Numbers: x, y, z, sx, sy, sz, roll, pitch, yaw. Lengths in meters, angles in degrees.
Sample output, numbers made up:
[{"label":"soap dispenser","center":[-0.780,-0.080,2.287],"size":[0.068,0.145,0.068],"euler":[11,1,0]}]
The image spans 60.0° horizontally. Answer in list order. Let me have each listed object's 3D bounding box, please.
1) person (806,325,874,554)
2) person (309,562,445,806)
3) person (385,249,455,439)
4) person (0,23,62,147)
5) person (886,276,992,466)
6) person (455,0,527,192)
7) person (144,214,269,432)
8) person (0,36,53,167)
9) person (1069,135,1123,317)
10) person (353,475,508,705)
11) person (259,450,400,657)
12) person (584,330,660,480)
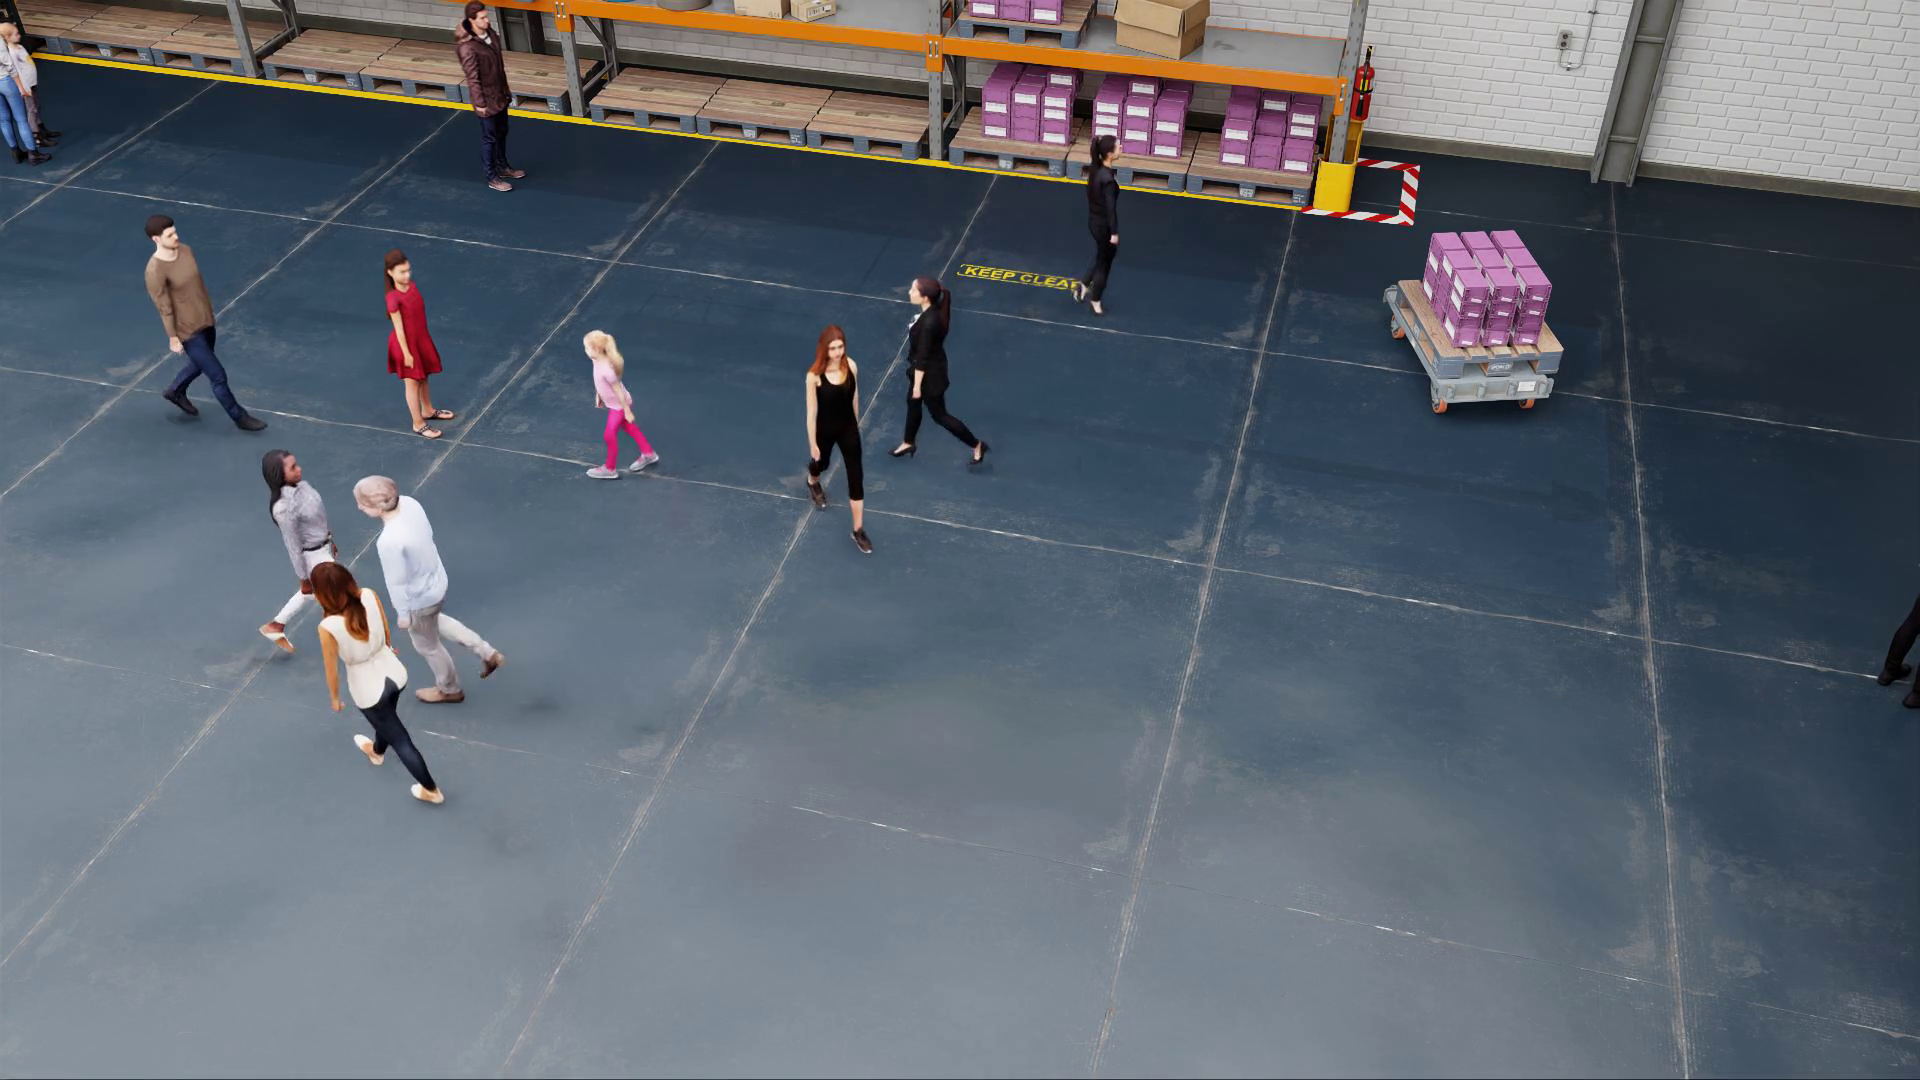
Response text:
[{"label":"person","center":[-0.936,-0.803,11.854],"size":[1.121,1.685,1.108],"euler":[-16,41,-19]},{"label":"person","center":[-3.321,0.901,9.710],"size":[1.083,1.700,0.778],"euler":[22,44,25]},{"label":"person","center":[-4.254,-1.540,12.885],"size":[0.616,1.551,0.557],"euler":[6,39,8]},{"label":"person","center":[-9.568,-4.678,17.034],"size":[0.603,1.277,0.569],"euler":[-9,39,-11]},{"label":"person","center":[-0.142,-1.208,12.407],"size":[1.074,1.629,0.667],"euler":[6,39,7]},{"label":"person","center":[-4.570,-4.330,16.143],"size":[0.632,1.845,0.739],"euler":[9,40,11]},{"label":"person","center":[-5.972,-1.651,12.776],"size":[1.137,1.859,0.700],"euler":[5,39,7]},{"label":"person","center":[-9.542,-4.533,16.564],"size":[0.446,1.635,0.662],"euler":[11,40,13]},{"label":"person","center":[1.140,-2.648,14.153],"size":[0.779,1.700,0.726],"euler":[-7,39,-9]},{"label":"person","center":[-3.241,0.332,10.287],"size":[0.936,1.867,0.817],"euler":[3,39,4]},{"label":"person","center":[-4.220,0.127,10.680],"size":[1.173,1.699,0.885],"euler":[-4,39,-5]},{"label":"person","center":[-2.515,-1.038,12.496],"size":[0.860,1.252,0.763],"euler":[-19,43,-23]}]
